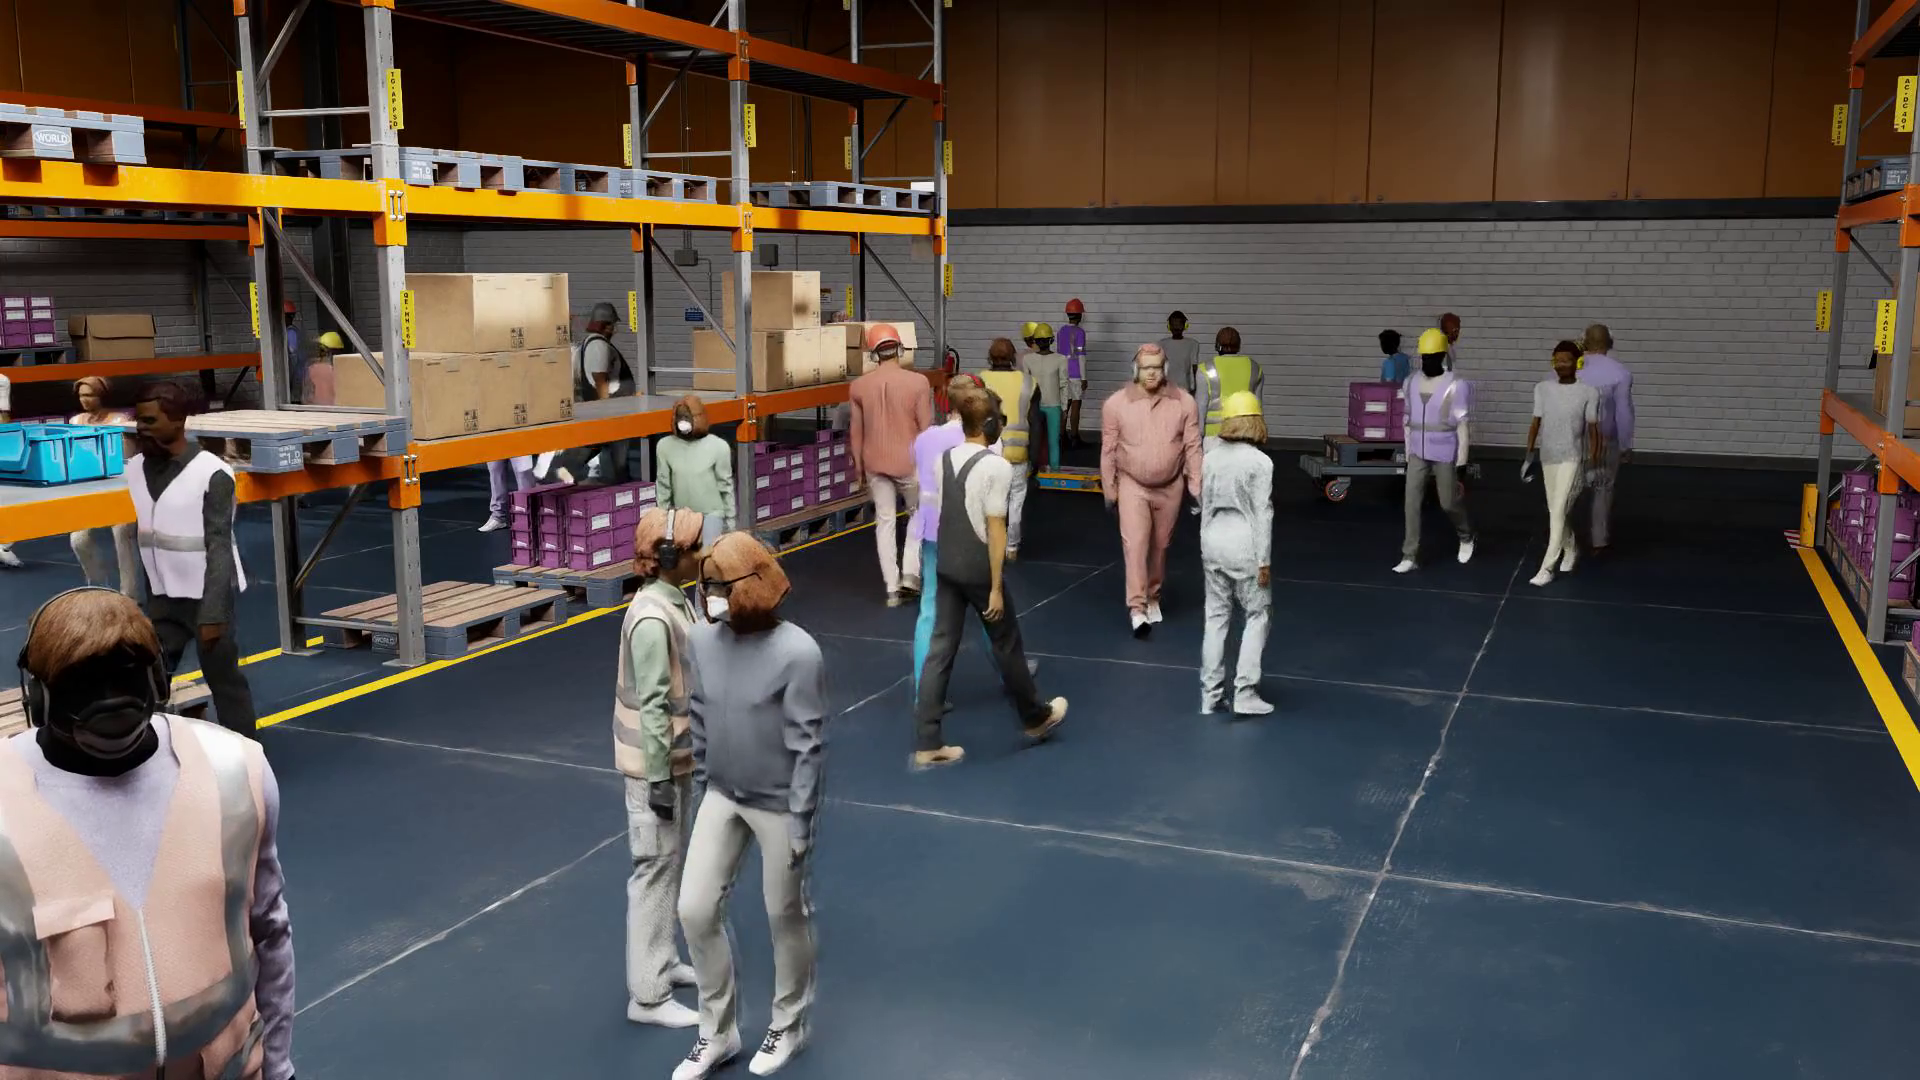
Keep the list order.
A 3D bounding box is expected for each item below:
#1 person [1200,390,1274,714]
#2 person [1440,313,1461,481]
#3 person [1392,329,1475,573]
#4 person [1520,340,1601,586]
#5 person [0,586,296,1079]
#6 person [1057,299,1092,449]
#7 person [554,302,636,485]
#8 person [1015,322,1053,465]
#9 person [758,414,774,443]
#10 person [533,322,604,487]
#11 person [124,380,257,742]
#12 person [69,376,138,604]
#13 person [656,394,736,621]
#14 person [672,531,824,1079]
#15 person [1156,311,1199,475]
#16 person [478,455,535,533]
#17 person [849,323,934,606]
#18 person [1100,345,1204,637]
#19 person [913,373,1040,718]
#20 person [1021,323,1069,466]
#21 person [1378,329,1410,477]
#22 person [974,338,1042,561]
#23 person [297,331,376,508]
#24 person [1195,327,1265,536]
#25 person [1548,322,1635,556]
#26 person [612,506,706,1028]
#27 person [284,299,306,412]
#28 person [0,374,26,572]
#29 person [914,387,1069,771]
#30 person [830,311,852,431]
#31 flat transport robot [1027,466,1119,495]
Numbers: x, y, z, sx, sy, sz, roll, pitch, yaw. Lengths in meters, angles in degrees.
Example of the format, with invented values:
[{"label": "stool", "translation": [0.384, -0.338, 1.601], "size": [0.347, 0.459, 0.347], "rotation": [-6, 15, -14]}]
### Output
[{"label": "person", "translation": [1.457, 0.070, 8.822], "size": [0.477, 1.713, 0.510], "rotation": [-8, 12, -41]}, {"label": "person", "translation": [5.149, -1.474, 17.685], "size": [0.439, 1.870, 0.619], "rotation": [5, 10, 26]}, {"label": "person", "translation": [3.741, -0.704, 12.968], "size": [0.885, 1.898, 0.599], "rotation": [-9, 13, -43]}, {"label": "person", "translation": [4.572, -0.605, 12.578], "size": [0.504, 1.830, 0.978], "rotation": [9, 13, 44]}, {"label": "person", "translation": [-1.433, 0.986, 2.870], "size": [0.624, 1.845, 0.430], "rotation": [-9, 13, -43]}, {"label": "person", "translation": [1.484, -2.150, 21.567], "size": [0.349, 1.940, 0.551], "rotation": [-6, 11, -30]}, {"label": "person", "translation": [-3.679, -1.434, 16.931], "size": [0.847, 2.000, 0.686], "rotation": [-4, 10, -23]}, {"label": "person", "translation": [0.868, -1.561, 18.633], "size": [0.530, 1.729, 0.656], "rotation": [1, 9, 4]}, {"label": "person", "translation": [-2.358, -1.975, 20.681], "size": [0.603, 1.898, 0.627], "rotation": [-9, 13, -43]}, {"label": "person", "translation": [-4.230, -1.448, 17.638], "size": [0.955, 1.831, 0.572], "rotation": [-8, 12, -40]}, {"label": "person", "translation": [-3.362, 0.280, 7.008], "size": [0.625, 1.880, 0.910], "rotation": [4, 10, 24]}, {"label": "person", "translation": [-5.813, -0.297, 11.293], "size": [0.515, 1.624, 0.432], "rotation": [2, 10, 10]}, {"label": "person", "translation": [-1.647, -0.160, 10.585], "size": [0.511, 1.588, 0.862], "rotation": [2, 10, 14]}, {"label": "person", "translation": [-0.629, 0.784, 4.753], "size": [0.510, 1.613, 0.541], "rotation": [5, 11, 29]}, {"label": "person", "translation": [2.450, -1.665, 18.879], "size": [0.505, 1.861, 0.316], "rotation": [3, 10, 18]}, {"label": "person", "translation": [-4.020, -1.003, 14.726], "size": [0.642, 1.909, 0.410], "rotation": [3, 10, 18]}, {"label": "person", "translation": [-0.462, -0.526, 11.632], "size": [0.644, 1.970, 0.448], "rotation": [2, 10, 14]}, {"label": "person", "translation": [1.249, -0.319, 10.736], "size": [0.643, 1.857, 0.988], "rotation": [-1, 9, -5]}, {"label": "person", "translation": [0.037, 0.014, 8.897], "size": [0.582, 1.786, 0.969], "rotation": [6, 11, 34]}, {"label": "person", "translation": [0.891, -1.424, 17.702], "size": [0.534, 1.767, 0.319], "rotation": [2, 10, 12]}, {"label": "person", "translation": [4.842, -1.521, 18.576], "size": [0.404, 1.661, 0.585], "rotation": [6, 11, 31]}, {"label": "person", "translation": [0.307, -0.669, 13.002], "size": [0.648, 1.800, 0.919], "rotation": [0, 9, 0]}, {"label": "person", "translation": [-6.210, -1.184, 16.341], "size": [0.521, 1.730, 0.871], "rotation": [5, 10, 26]}, {"label": "person", "translation": [2.311, -0.923, 14.440], "size": [0.626, 1.843, 0.430], "rotation": [-2, 10, -11]}, {"label": "person", "translation": [5.102, -0.801, 13.492], "size": [0.589, 1.917, 0.656], "rotation": [-8, 12, -40]}, {"label": "person", "translation": [-0.928, 0.704, 5.229], "size": [0.317, 1.632, 0.519], "rotation": [0, 9, 0]}, {"label": "person", "translation": [-8.558, -2.097, 21.253], "size": [0.362, 1.939, 0.542], "rotation": [-3, 10, -18]}, {"label": "person", "translation": [-7.457, -0.663, 12.801], "size": [0.569, 1.855, 0.374], "rotation": [1, 9, 5]}, {"label": "person", "translation": [0.120, 0.169, 7.979], "size": [0.530, 1.786, 0.975], "rotation": [9, 13, 43]}, {"label": "person", "translation": [-1.281, -1.678, 18.993], "size": [1.013, 1.837, 0.666], "rotation": [-2, 10, -13]}, {"label": "flat transport robot", "translation": [1.178, -0.636, 17.445], "size": [1.431, 0.197, 0.652], "rotation": [5, 10, 26]}]
